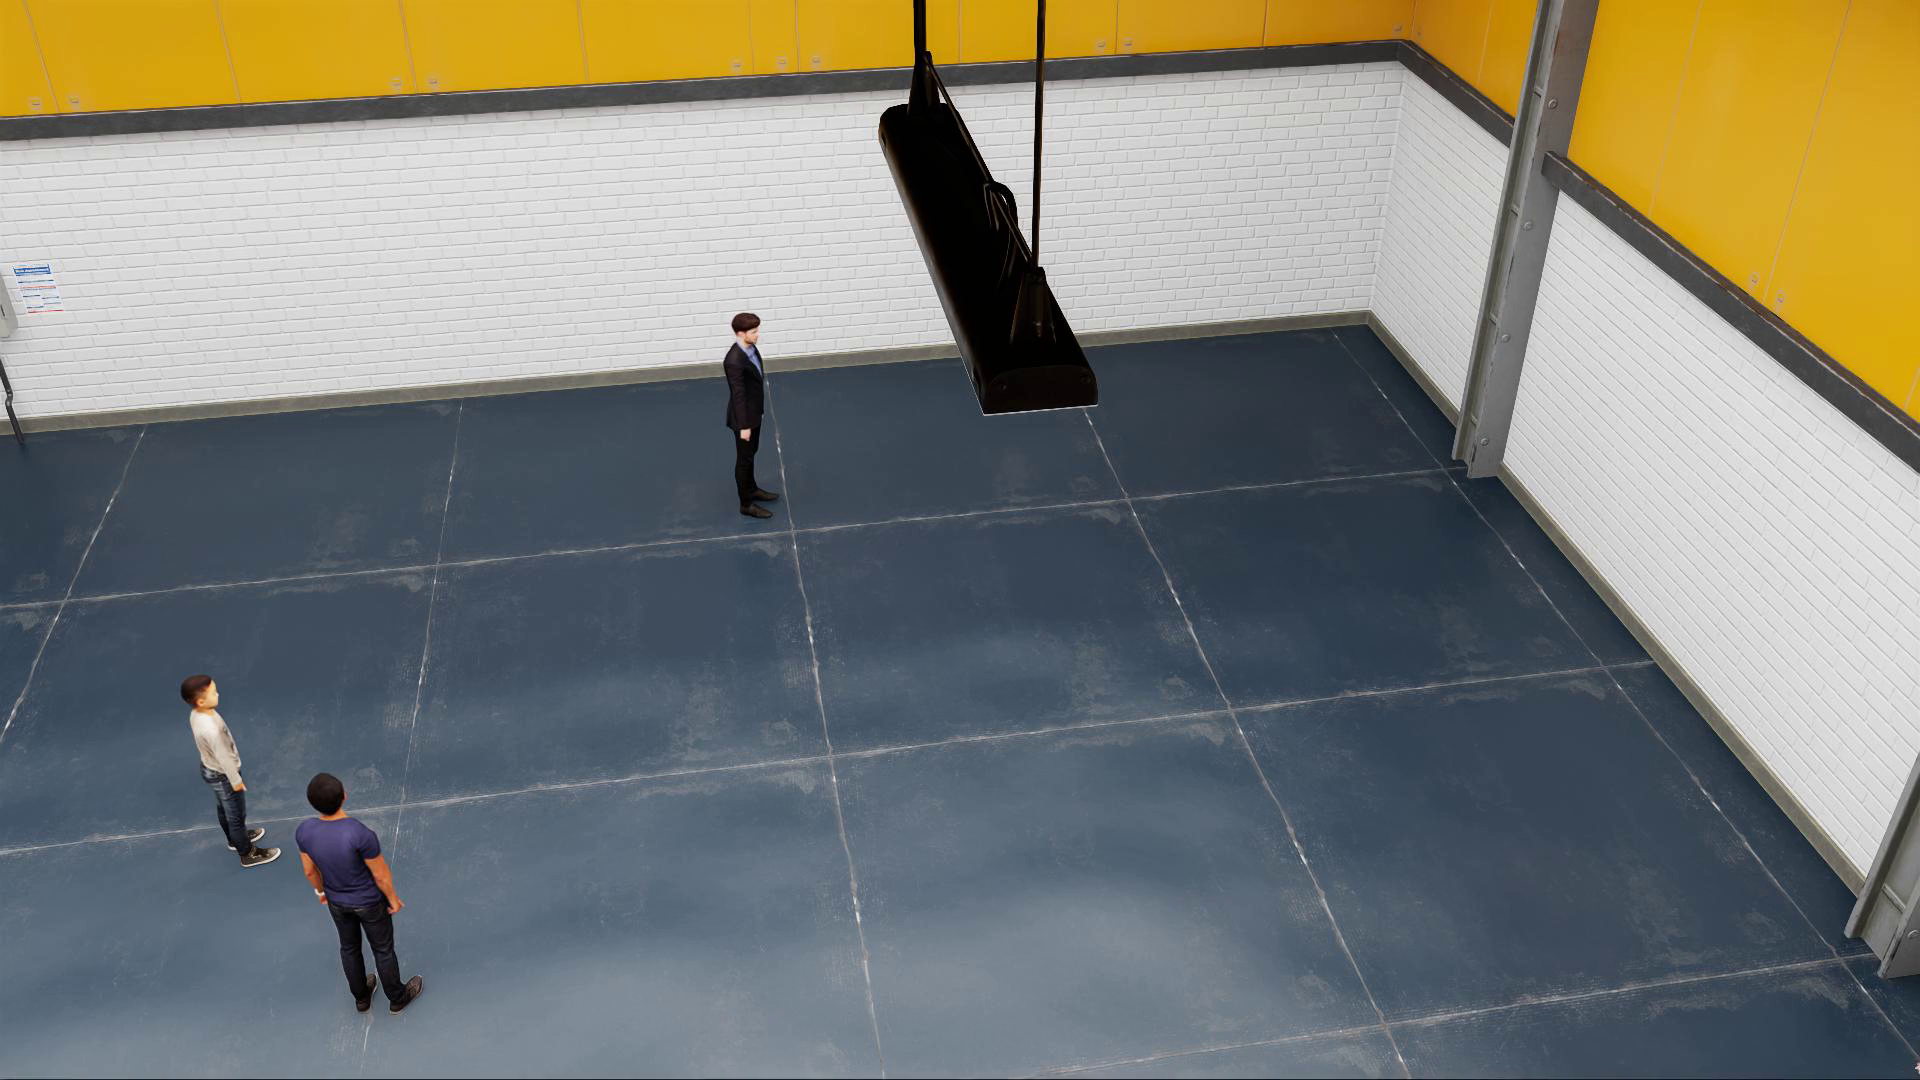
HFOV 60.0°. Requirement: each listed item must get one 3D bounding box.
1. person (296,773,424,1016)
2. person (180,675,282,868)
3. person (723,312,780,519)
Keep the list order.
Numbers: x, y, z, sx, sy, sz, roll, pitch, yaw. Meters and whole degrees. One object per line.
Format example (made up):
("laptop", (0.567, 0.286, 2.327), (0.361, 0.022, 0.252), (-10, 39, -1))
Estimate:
("person", (-3.505, 2.056, 9.613), (0.699, 1.797, 0.621), (3, 34, 5))
("person", (-4.786, 1.486, 10.770), (0.692, 1.465, 0.585), (-23, 40, -31))
("person", (-1.835, -1.092, 14.271), (0.814, 1.885, 0.650), (4, 34, 5))
